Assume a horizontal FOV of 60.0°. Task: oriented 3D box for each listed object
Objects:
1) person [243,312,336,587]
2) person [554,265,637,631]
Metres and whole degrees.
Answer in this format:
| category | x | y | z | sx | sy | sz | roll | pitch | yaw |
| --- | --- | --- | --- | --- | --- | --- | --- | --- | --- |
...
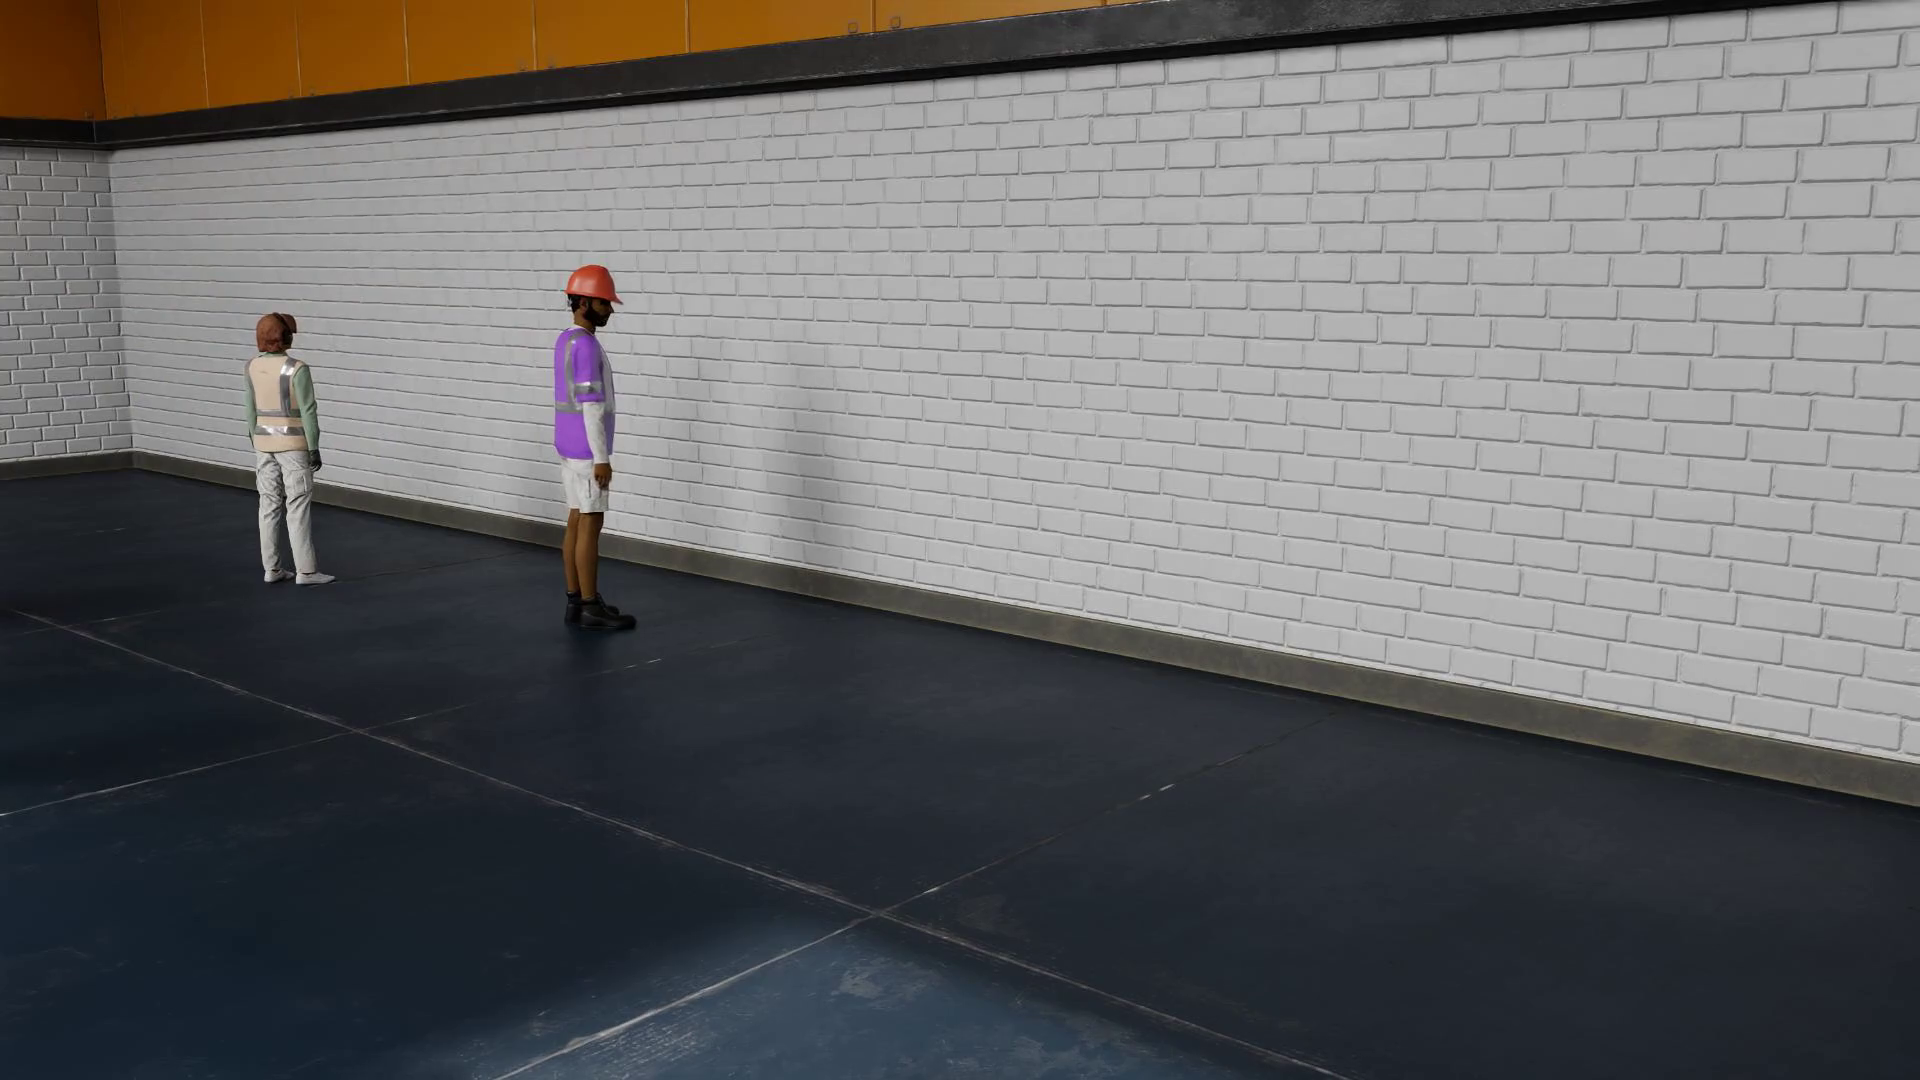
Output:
| category | x | y | z | sx | sy | sz | roll | pitch | yaw |
| --- | --- | --- | --- | --- | --- | --- | --- | --- | --- |
| person | -4.045 | -0.536 | 9.964 | 0.515 | 1.645 | 0.309 | 4 | 11 | 22 |
| person | -1.959 | -0.484 | 8.850 | 0.376 | 1.931 | 0.542 | -5 | 11 | -25 |
